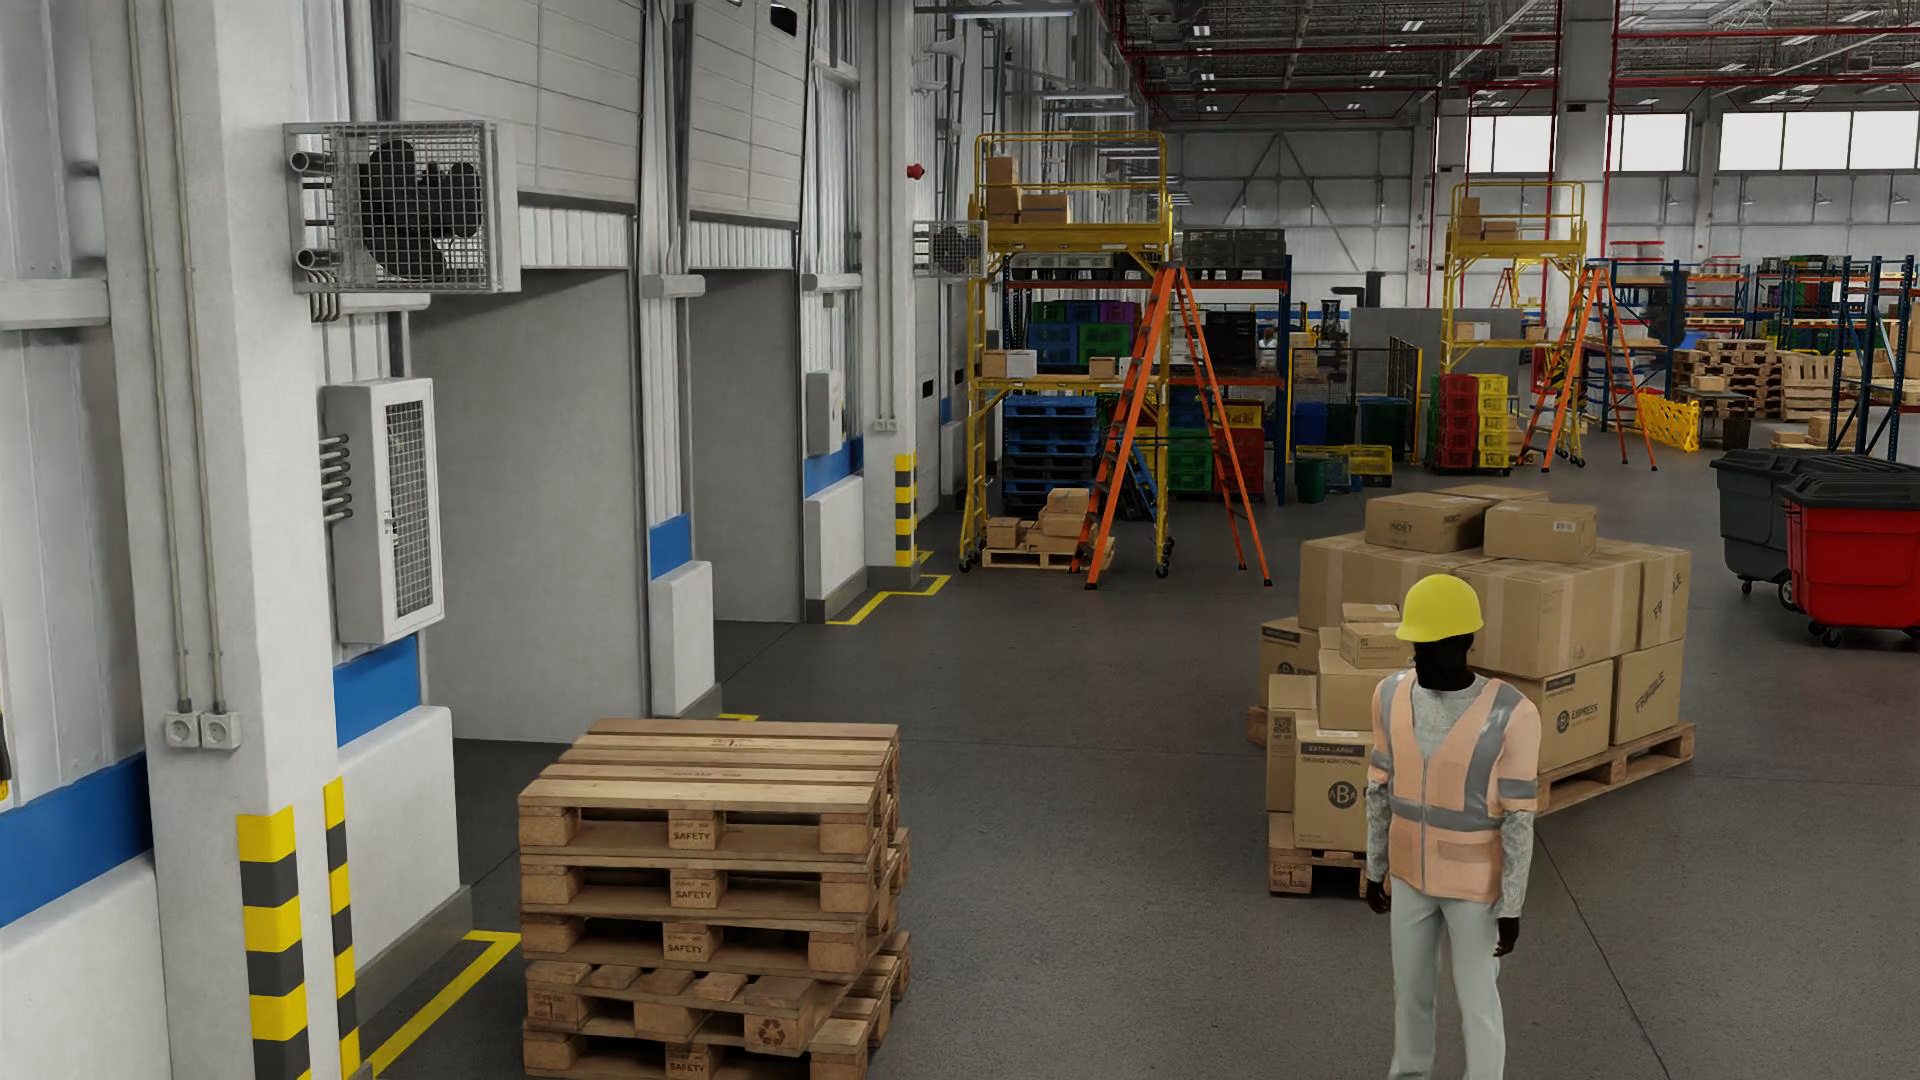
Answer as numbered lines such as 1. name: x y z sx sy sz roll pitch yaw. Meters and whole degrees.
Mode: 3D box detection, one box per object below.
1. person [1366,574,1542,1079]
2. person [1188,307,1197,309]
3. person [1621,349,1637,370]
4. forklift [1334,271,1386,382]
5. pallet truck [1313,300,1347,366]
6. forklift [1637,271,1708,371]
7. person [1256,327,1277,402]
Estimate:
1. person: 1.518 1.051 5.249 0.394 1.921 0.584 -8 12 -42
2. person: 6.178 -5.303 44.420 0.395 1.929 0.542 5 11 30
3. person: 14.446 -3.945 36.066 0.672 1.913 0.633 6 11 34
4. forklift: 10.436 -5.400 42.069 1.873 2.768 1.129 1 9 9
5. pallet truck: 11.159 -6.200 49.718 0.823 1.965 1.885 4 10 26
6. forklift: 20.121 -6.210 47.065 1.873 2.768 1.129 -3 10 -17
7. person: 6.708 -3.823 36.209 0.518 1.626 0.526 6 11 33
